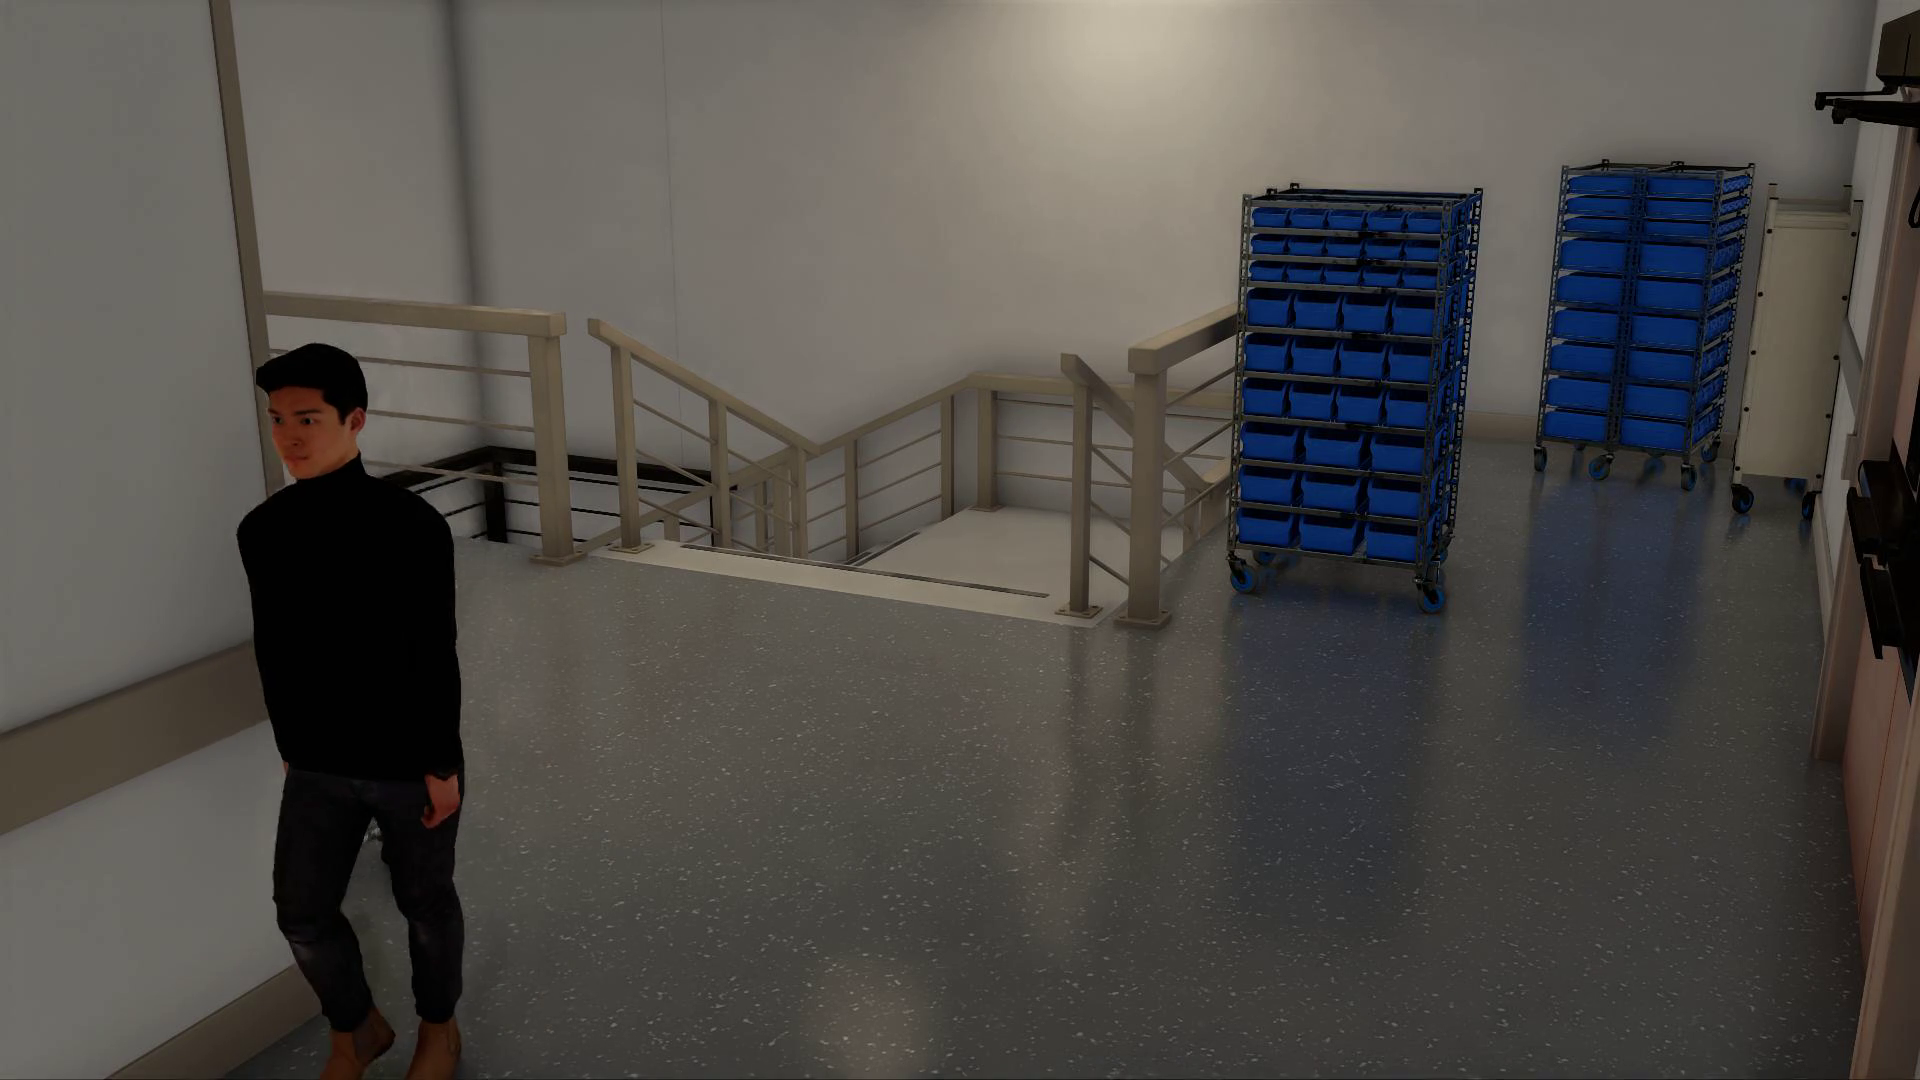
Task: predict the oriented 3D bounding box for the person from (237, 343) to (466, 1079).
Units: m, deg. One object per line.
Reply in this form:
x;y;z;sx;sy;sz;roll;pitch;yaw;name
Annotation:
-1.255;0.414;3.642;0.732;1.710;0.725;2;16;6;person
